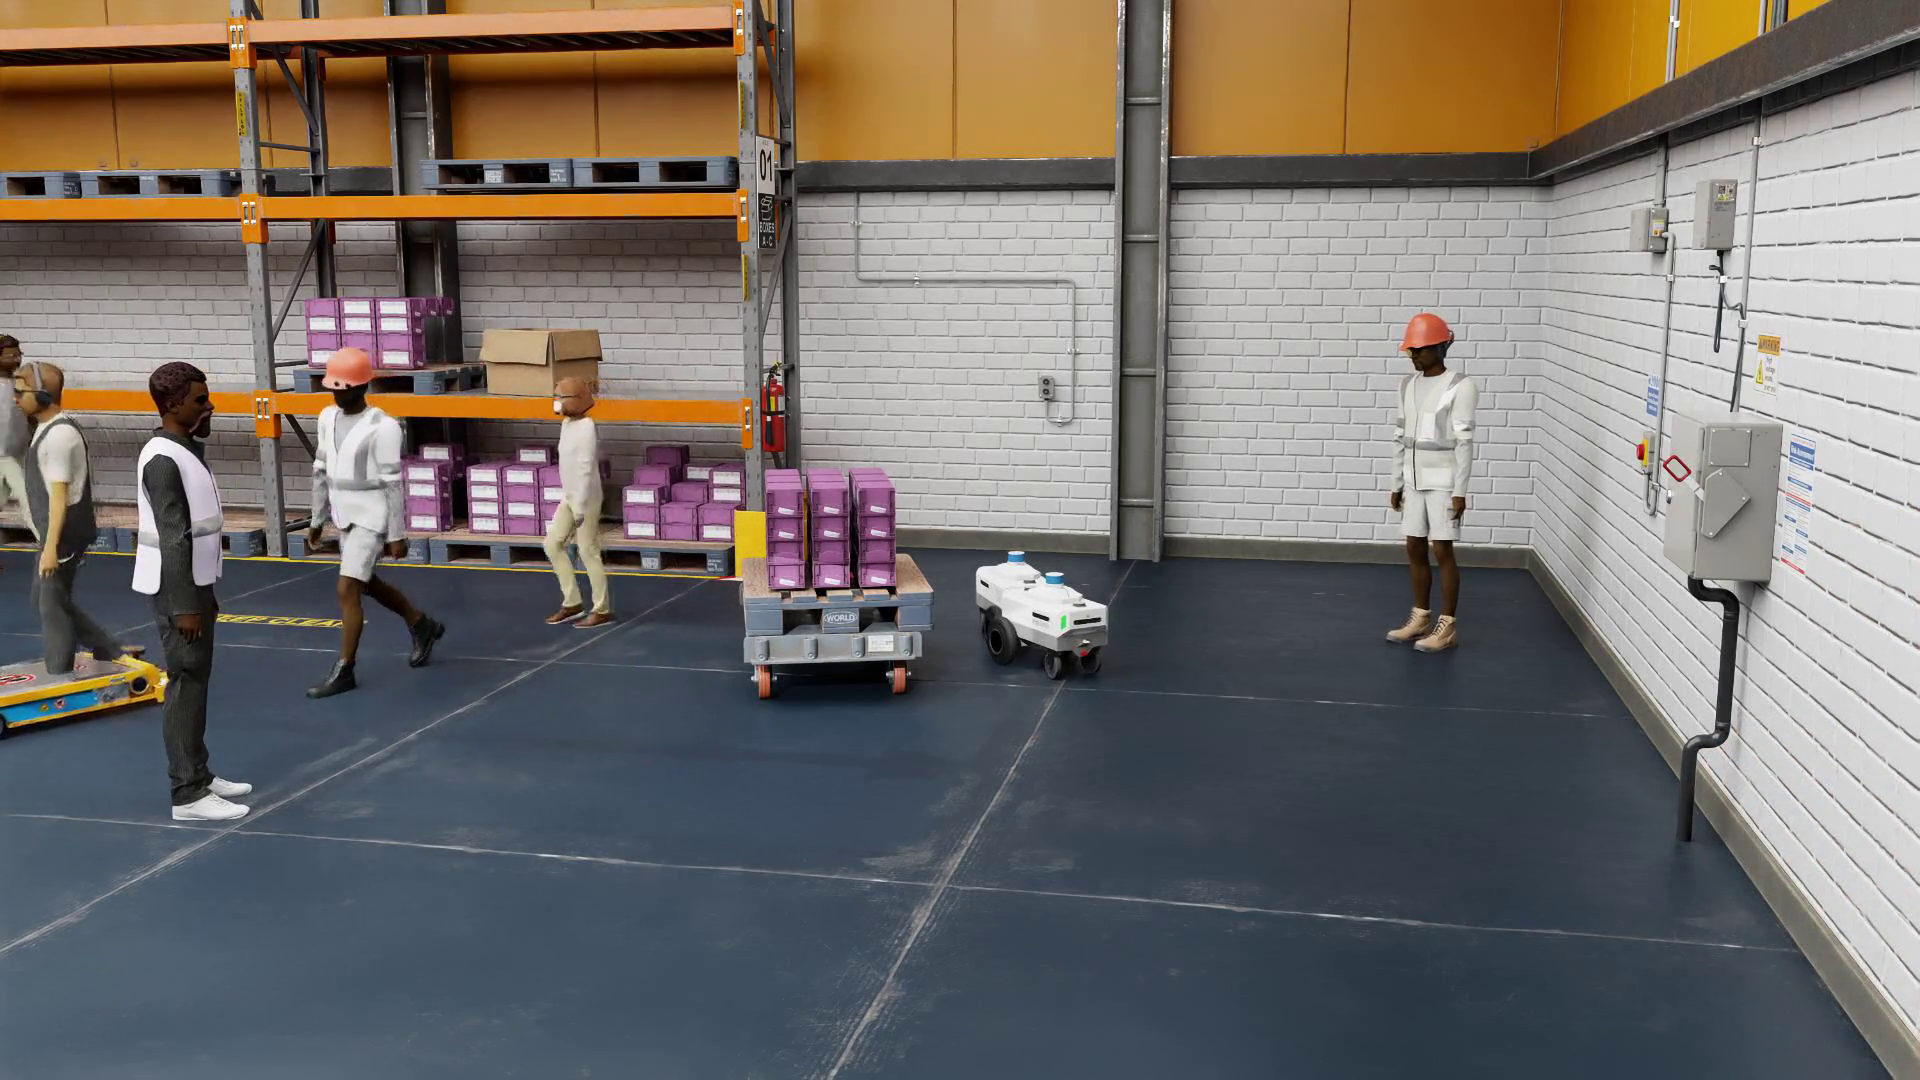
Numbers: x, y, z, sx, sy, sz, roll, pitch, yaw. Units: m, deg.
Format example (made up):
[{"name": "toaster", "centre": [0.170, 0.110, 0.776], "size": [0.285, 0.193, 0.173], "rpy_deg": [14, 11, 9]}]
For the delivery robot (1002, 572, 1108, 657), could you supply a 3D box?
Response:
[{"name": "delivery robot", "centre": [0.538, 0.429, 9.509], "size": [0.477, 0.478, 0.707], "rpy_deg": [-5, 11, -29]}]

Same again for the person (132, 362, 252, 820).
[{"name": "person", "centre": [-3.250, 0.213, 6.989], "size": [0.392, 1.920, 0.592], "rpy_deg": [-3, 10, -19]}]

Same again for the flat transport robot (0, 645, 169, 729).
[{"name": "flat transport robot", "centre": [-4.755, 0.788, 8.480], "size": [0.652, 0.197, 1.431], "rpy_deg": [7, 12, 37]}]

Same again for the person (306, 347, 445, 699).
[{"name": "person", "centre": [-3.218, -0.125, 9.152], "size": [0.576, 1.892, 0.904], "rpy_deg": [6, 11, 34]}]

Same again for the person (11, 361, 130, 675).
[{"name": "person", "centre": [-4.629, -0.002, 8.540], "size": [0.557, 1.837, 0.514], "rpy_deg": [-6, 11, -33]}]

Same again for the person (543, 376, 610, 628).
[{"name": "person", "centre": [-2.478, -0.229, 10.561], "size": [0.524, 1.614, 0.524], "rpy_deg": [-6, 11, -30]}]

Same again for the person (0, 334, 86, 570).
[{"name": "person", "centre": [-7.094, -0.637, 12.477], "size": [0.995, 1.801, 0.644], "rpy_deg": [1, 9, 3]}]

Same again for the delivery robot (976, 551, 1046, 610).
[{"name": "delivery robot", "centre": [0.345, 0.312, 10.211], "size": [0.477, 0.478, 0.707], "rpy_deg": [-3, 10, -16]}]

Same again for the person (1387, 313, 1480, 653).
[{"name": "person", "centre": [2.816, -0.345, 10.038], "size": [0.409, 2.028, 0.618], "rpy_deg": [-5, 11, -28]}]
